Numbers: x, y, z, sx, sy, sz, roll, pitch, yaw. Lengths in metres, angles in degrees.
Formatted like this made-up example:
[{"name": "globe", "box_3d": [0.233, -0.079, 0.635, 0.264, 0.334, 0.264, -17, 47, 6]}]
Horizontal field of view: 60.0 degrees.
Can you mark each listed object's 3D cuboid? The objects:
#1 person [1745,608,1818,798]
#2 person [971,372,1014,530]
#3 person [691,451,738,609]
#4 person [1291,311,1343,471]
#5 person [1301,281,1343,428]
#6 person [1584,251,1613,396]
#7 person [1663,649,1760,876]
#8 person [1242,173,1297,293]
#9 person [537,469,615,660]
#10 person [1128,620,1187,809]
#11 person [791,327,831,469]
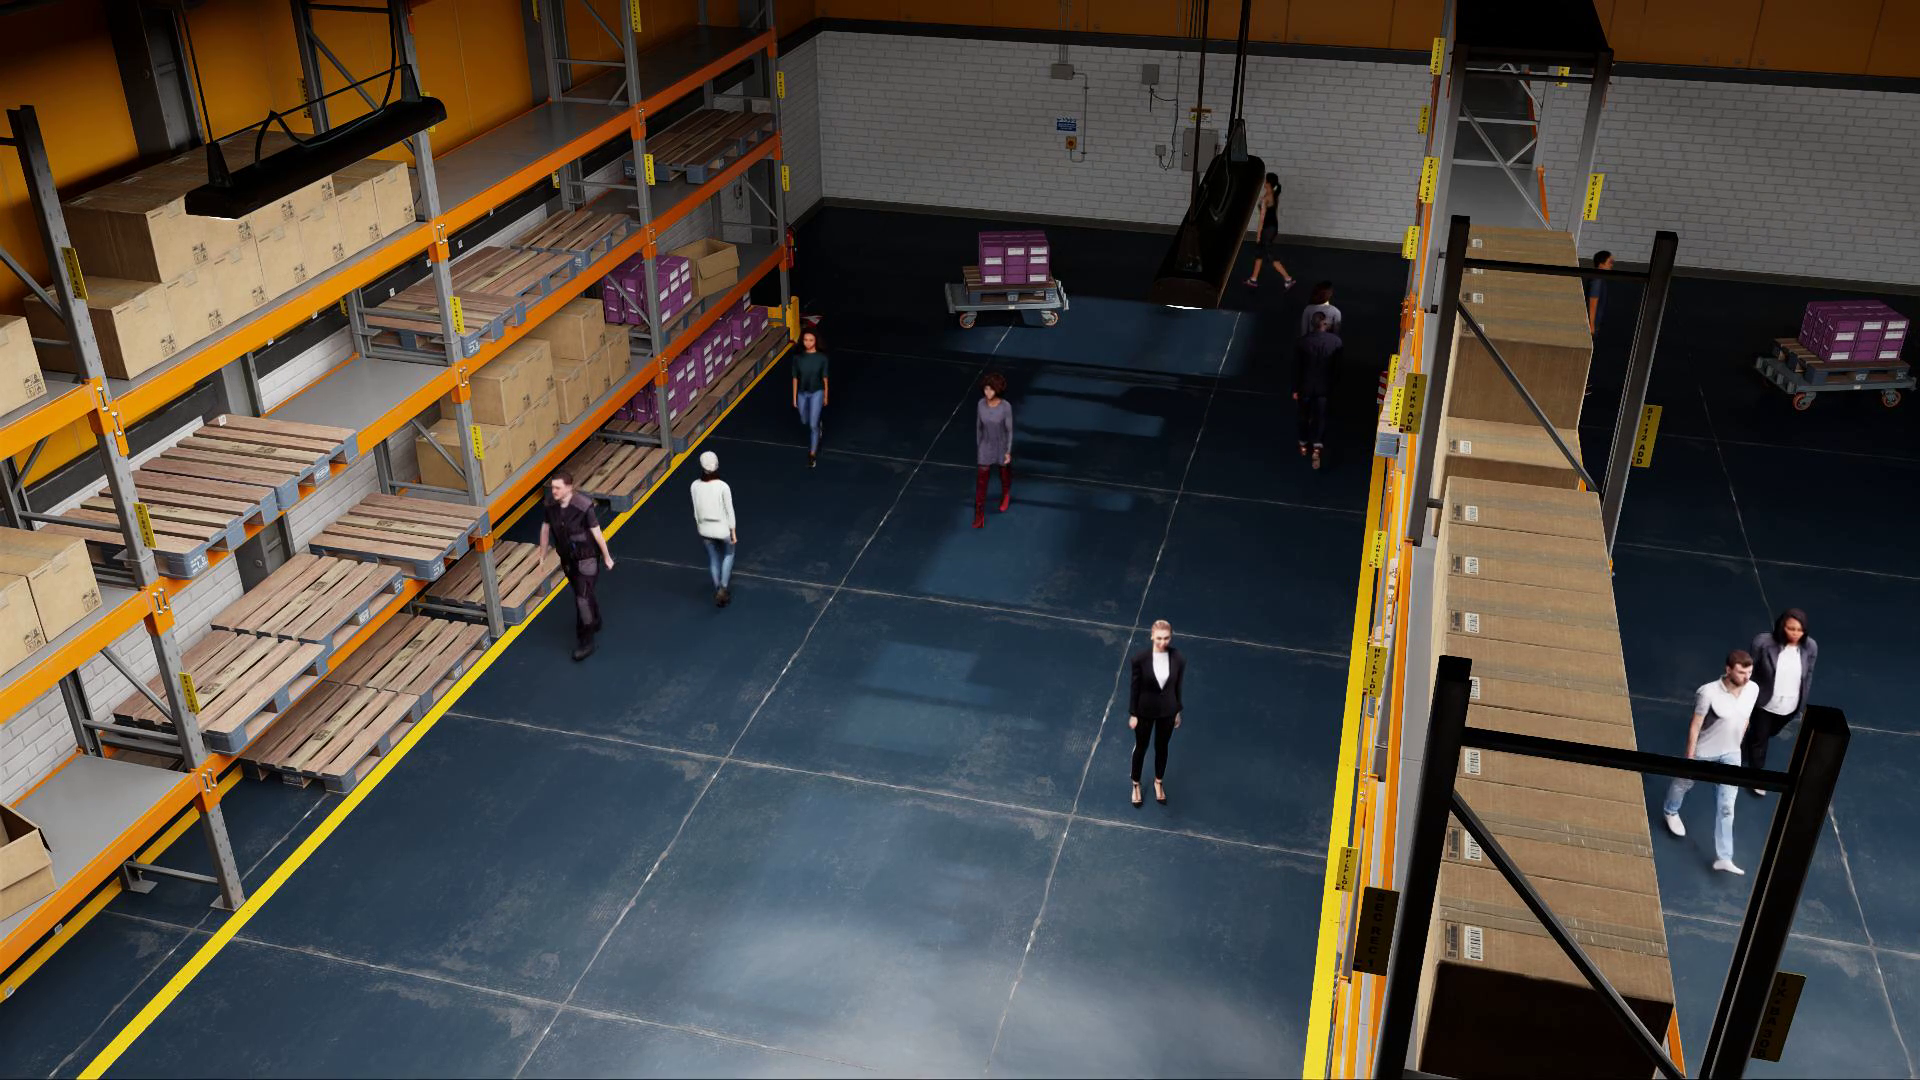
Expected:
[{"name": "person", "box_3d": [6.660, 1.252, 13.631, 0.785, 1.574, 1.072, 2, 29, 4]}, {"name": "person", "box_3d": [0.414, -0.987, 17.638, 0.675, 1.667, 1.091, 10, 30, 18]}, {"name": "person", "box_3d": [-2.382, -0.062, 15.971, 0.607, 1.639, 0.678, 6, 29, 10]}, {"name": "person", "box_3d": [4.018, -1.676, 18.768, 0.758, 1.796, 1.117, 5, 29, 9]}, {"name": "person", "box_3d": [4.244, -2.181, 19.773, 0.732, 1.718, 1.155, 11, 31, 19]}, {"name": "person", "box_3d": [7.837, -2.724, 20.674, 0.741, 1.810, 0.534, 12, 31, 21]}, {"name": "person", "box_3d": [5.728, 1.594, 12.769, 0.967, 1.798, 1.275, -3, 29, -5]}, {"name": "person", "box_3d": [4.497, -4.369, 23.810, 0.915, 1.693, 1.106, 19, 34, 31]}, {"name": "person", "box_3d": [-3.481, 0.130, 15.428, 0.879, 1.822, 0.960, 13, 31, 23]}, {"name": "person", "box_3d": [1.557, 1.376, 13.265, 0.683, 1.707, 0.669, -3, 29, -6]}, {"name": "person", "box_3d": [-1.694, -1.684, 18.987, 0.657, 1.599, 1.003, 3, 29, 6]}]
